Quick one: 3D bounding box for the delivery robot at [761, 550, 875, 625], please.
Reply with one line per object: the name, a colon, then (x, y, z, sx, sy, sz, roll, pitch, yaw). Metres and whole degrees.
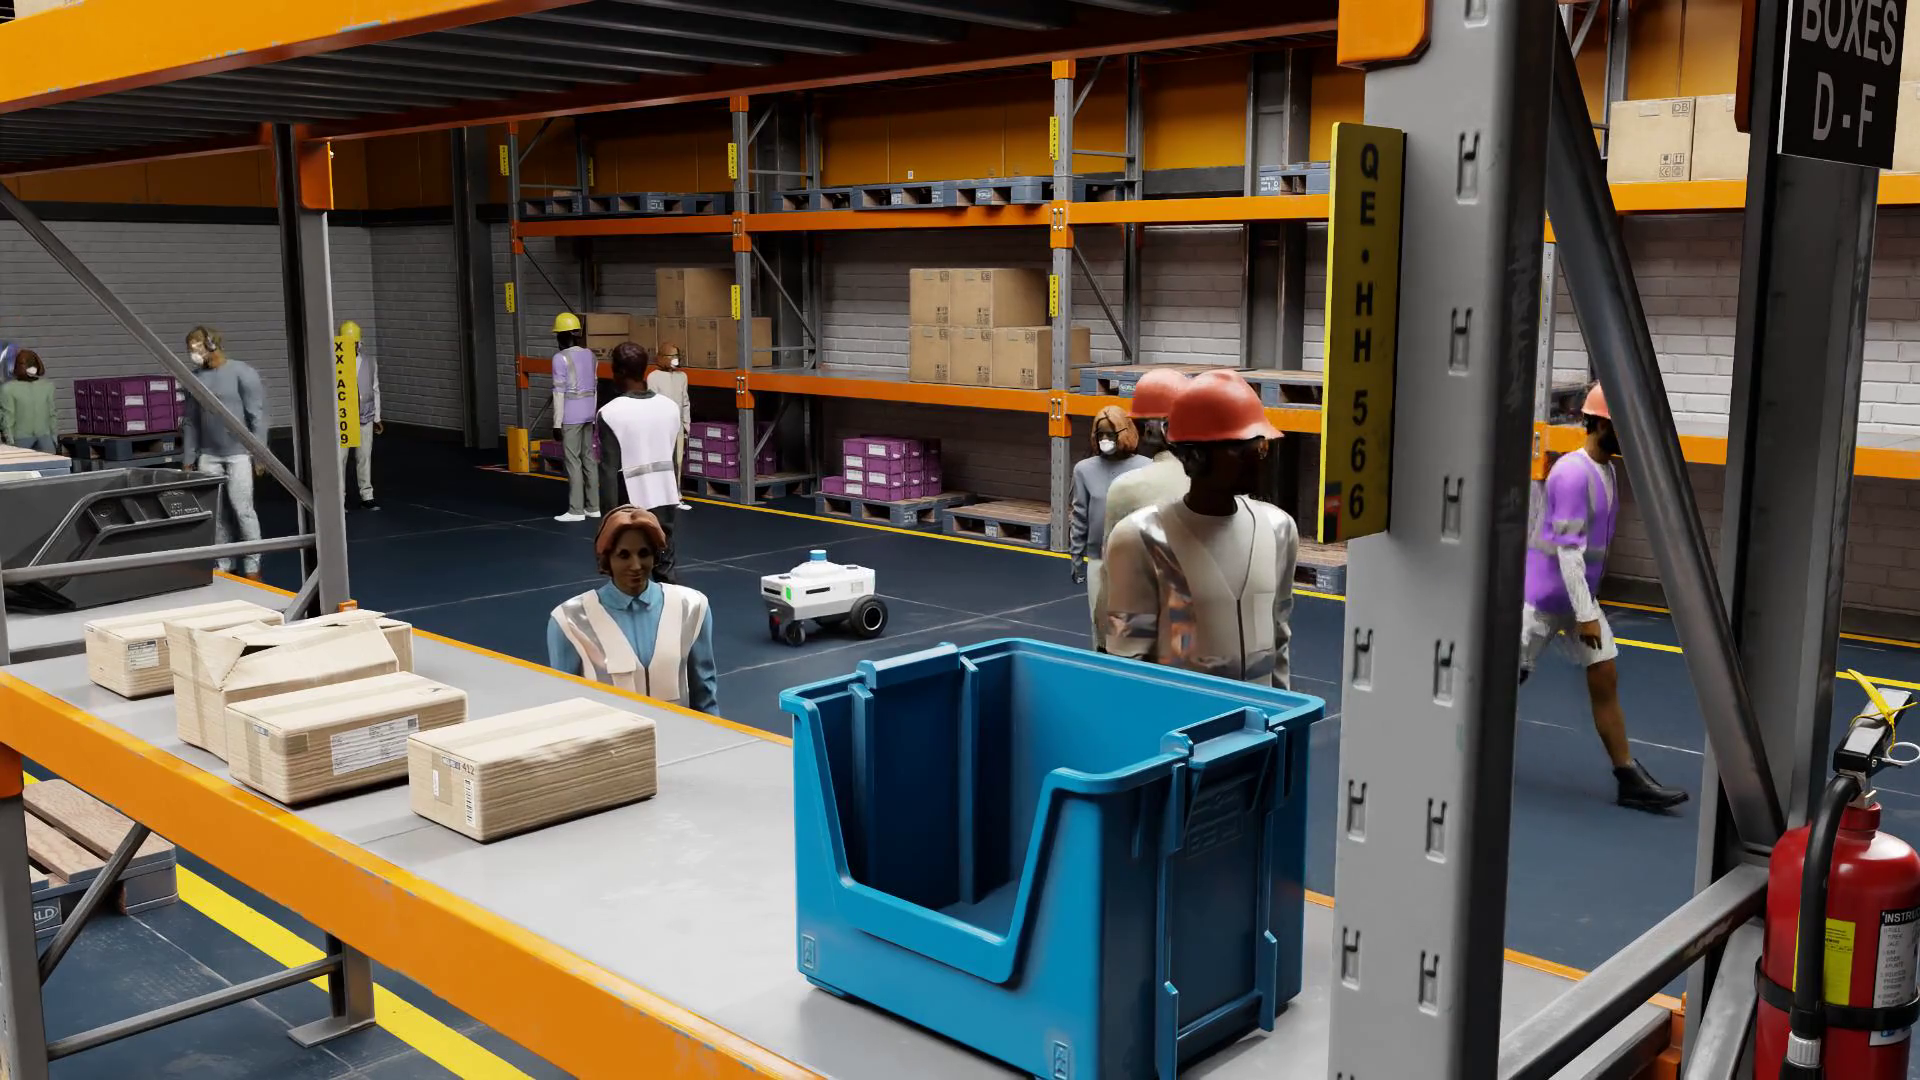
delivery robot: (-0.885, 0.307, 10.387, 0.707, 0.478, 0.477, -8, 12, -40)

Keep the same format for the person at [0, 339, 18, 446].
person: (-9.955, -1.424, 17.108, 0.574, 1.919, 0.421, -3, 10, -16)

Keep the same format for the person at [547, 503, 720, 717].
person: (-0.964, 0.702, 4.959, 0.517, 1.634, 0.311, -5, 10, -27)

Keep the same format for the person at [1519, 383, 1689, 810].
person: (2.600, 0.228, 7.210, 1.088, 1.868, 0.562, 8, 12, 41)

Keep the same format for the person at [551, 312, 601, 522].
person: (-3.559, -1.126, 15.306, 0.402, 1.919, 0.588, 4, 10, 23)

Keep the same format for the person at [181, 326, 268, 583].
person: (-5.298, -0.588, 12.067, 0.672, 1.912, 0.373, 2, 10, 13)

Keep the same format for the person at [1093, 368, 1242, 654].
person: (0.833, 0.359, 6.073, 0.603, 1.965, 0.866, -7, 12, -37)

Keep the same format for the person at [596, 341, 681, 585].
person: (-1.802, -0.166, 9.451, 0.403, 1.908, 0.588, 7, 11, 35)

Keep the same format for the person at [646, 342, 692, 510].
person: (-2.771, -1.071, 15.856, 0.279, 1.625, 0.497, 8, 12, 39)

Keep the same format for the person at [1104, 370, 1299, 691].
person: (0.684, 0.560, 4.558, 0.615, 2.045, 0.365, -5, 10, -28)

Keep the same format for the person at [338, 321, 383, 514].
person: (-5.779, -1.163, 15.815, 0.588, 1.822, 0.403, -8, 12, -40)

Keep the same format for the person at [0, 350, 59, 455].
person: (-8.443, -0.935, 15.132, 0.835, 1.587, 0.513, 8, 12, 39)

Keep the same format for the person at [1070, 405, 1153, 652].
person: (0.799, 0.115, 8.586, 0.504, 1.622, 0.299, 4, 10, 25)
